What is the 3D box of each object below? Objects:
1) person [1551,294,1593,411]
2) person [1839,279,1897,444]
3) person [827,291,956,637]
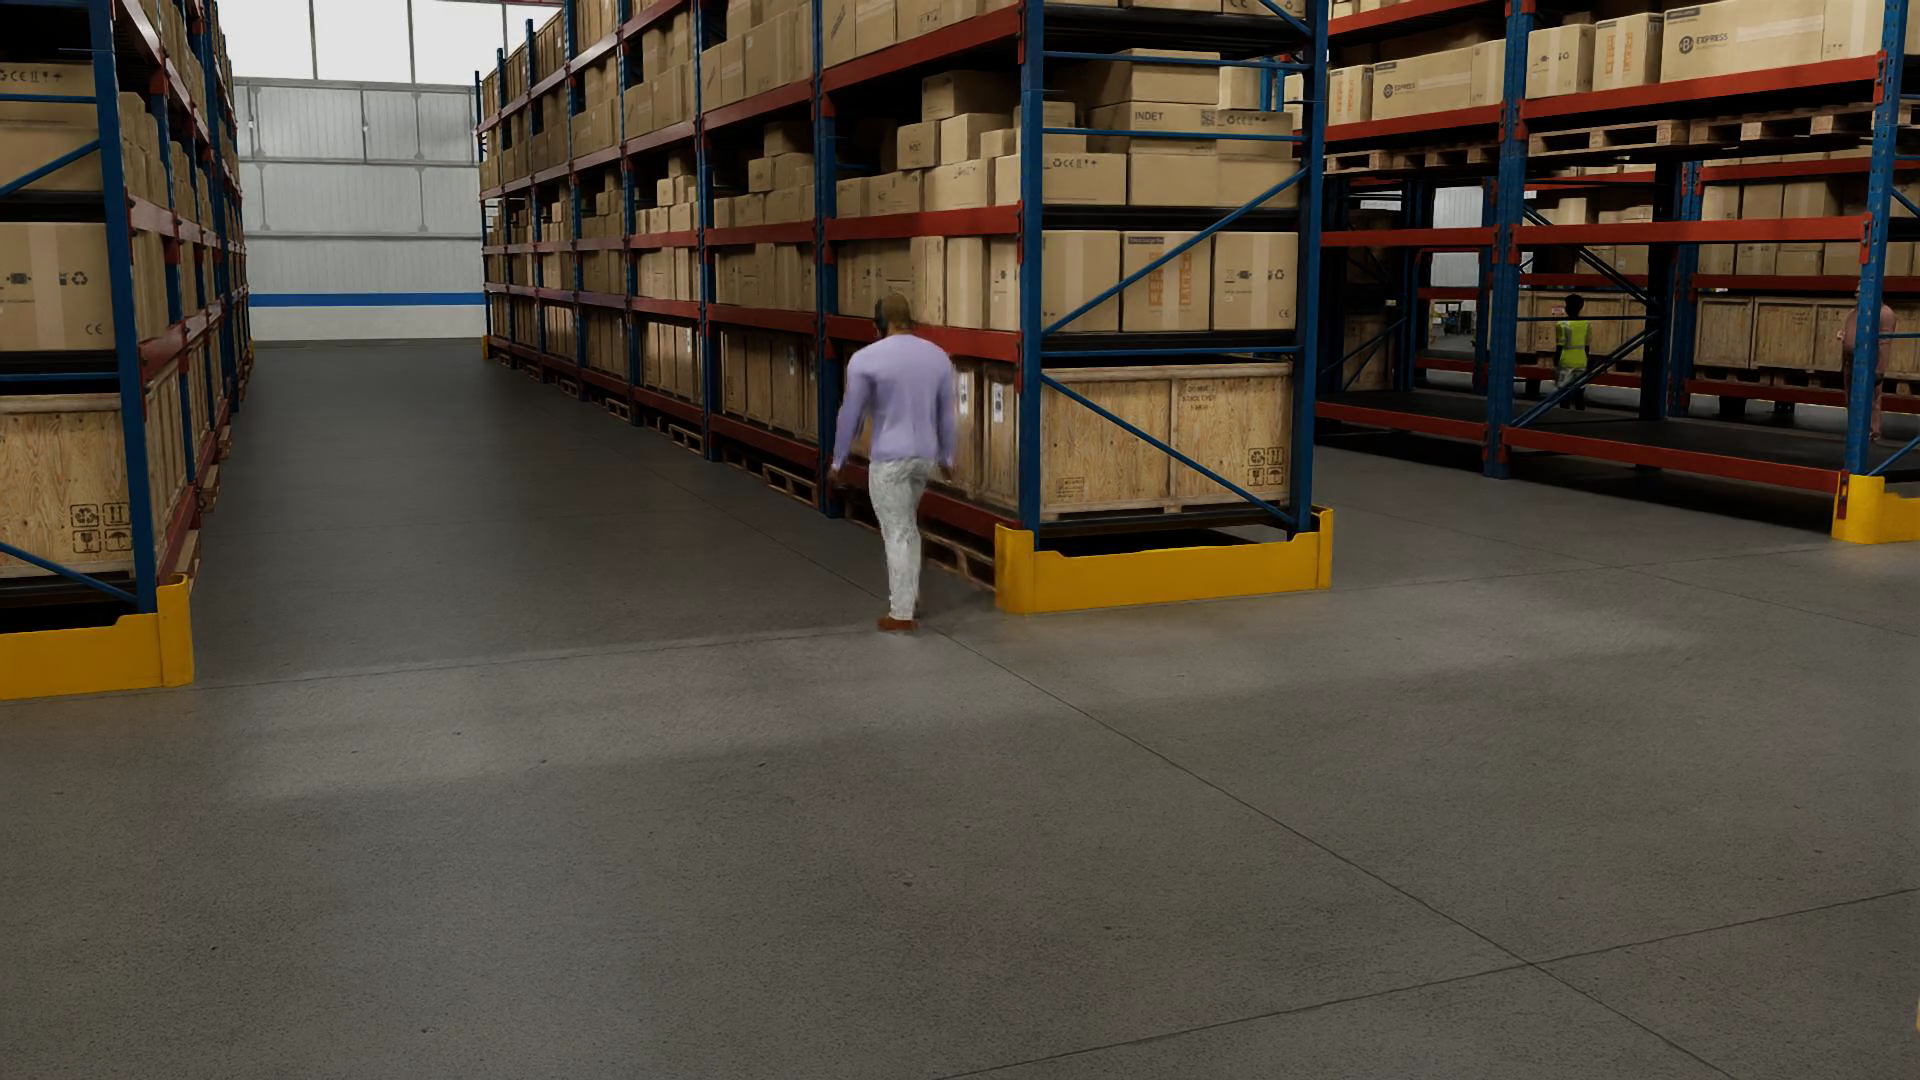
[{"bbox_3d":[7.303,-2.087,19.903,0.542,1.695,0.316,-4,10,-23],"label":"person"},{"bbox_3d":[9.739,-1.859,17.951,0.396,1.900,0.639,-2,10,-13],"label":"person"},{"bbox_3d":[-0.366,-0.432,9.352,0.690,1.904,0.637,-7,12,-37],"label":"person"}]
